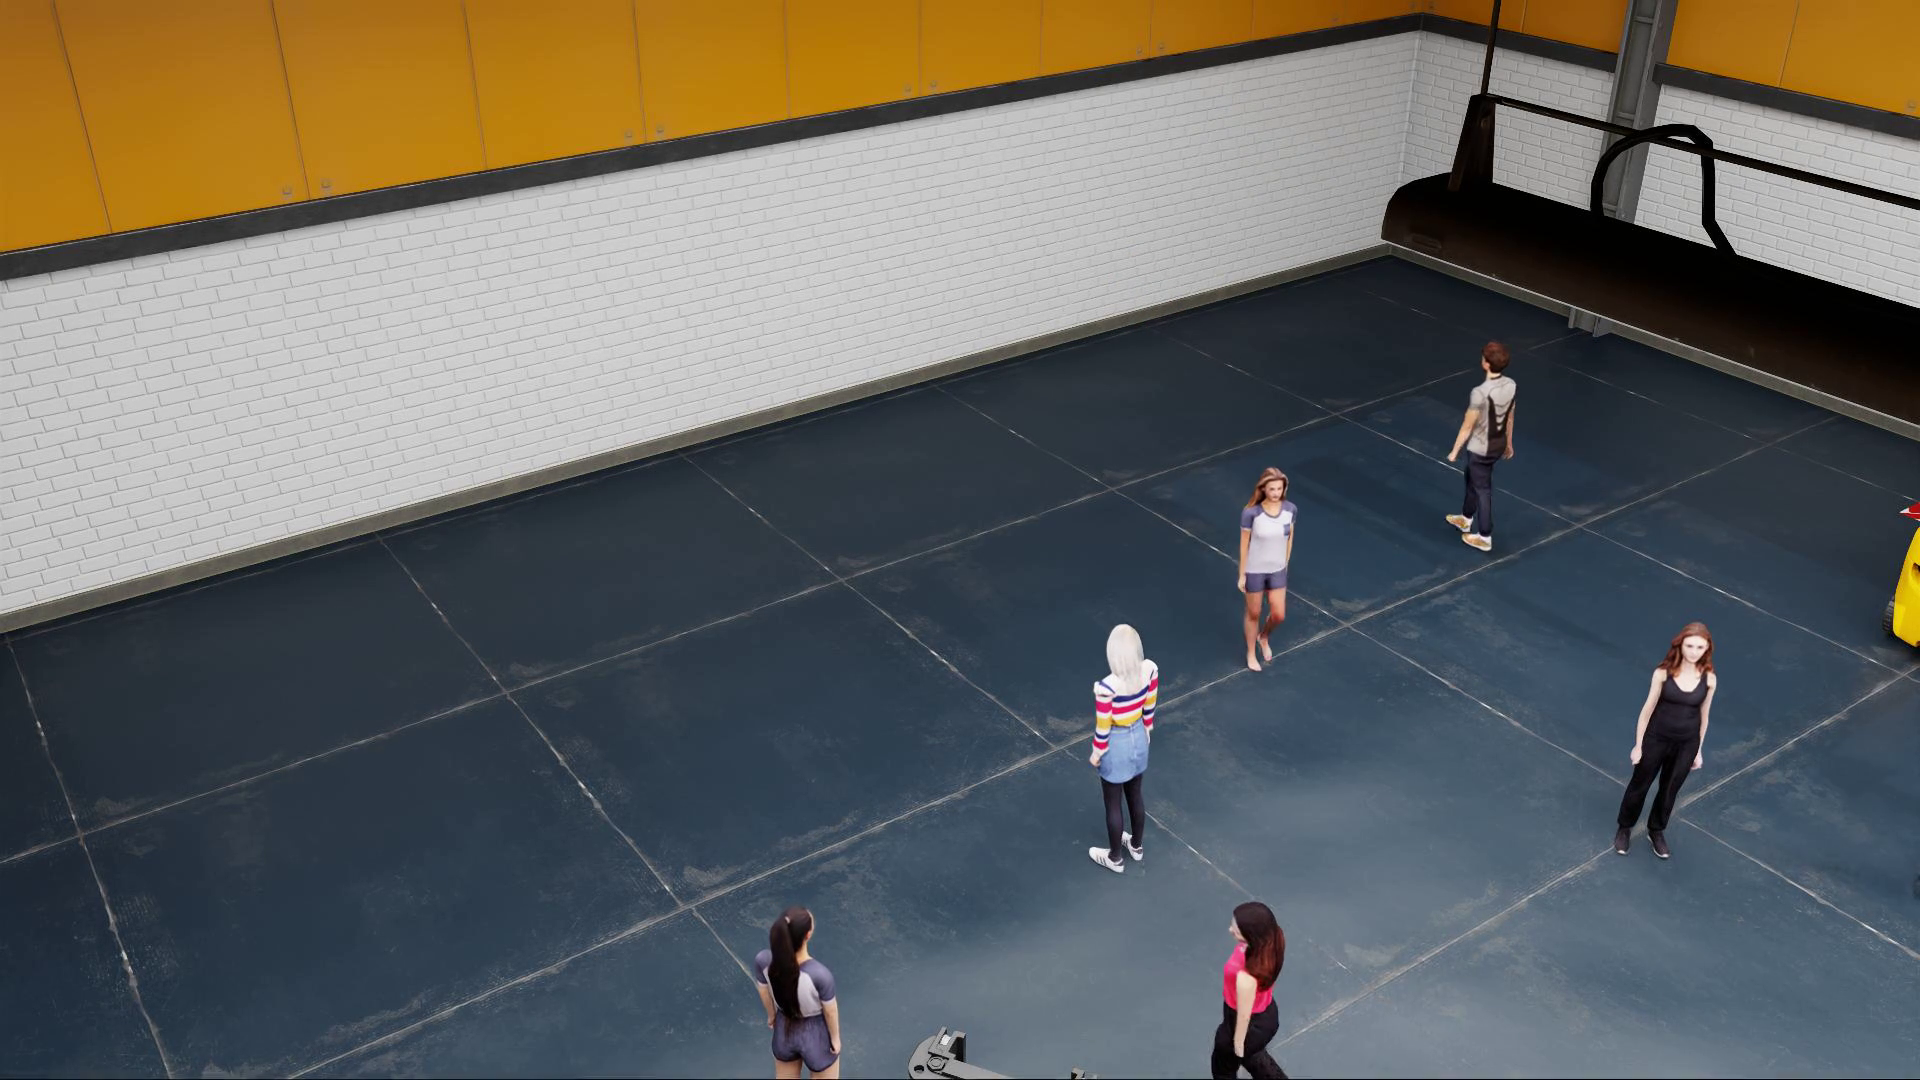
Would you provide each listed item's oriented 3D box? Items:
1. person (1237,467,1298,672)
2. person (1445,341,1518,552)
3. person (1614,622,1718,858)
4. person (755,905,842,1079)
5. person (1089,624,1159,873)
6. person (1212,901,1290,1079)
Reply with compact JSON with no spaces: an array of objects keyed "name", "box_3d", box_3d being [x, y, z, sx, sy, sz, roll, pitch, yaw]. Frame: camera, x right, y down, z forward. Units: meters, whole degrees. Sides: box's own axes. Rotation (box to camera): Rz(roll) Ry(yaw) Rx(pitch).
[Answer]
[{"name":"person","box_3d":[2.292,0.196,12.699,0.718,1.717,0.757,-3,29,-6]},{"name":"person","box_3d":[4.591,-0.754,14.278,0.680,1.872,0.809,-17,33,-28]},{"name":"person","box_3d":[4.560,1.274,10.691,0.658,1.746,0.711,4,29,7]},{"name":"person","box_3d":[-0.800,2.535,8.478,0.634,1.652,0.736,11,31,20]},{"name":"person","box_3d":[1.043,1.314,10.554,0.645,1.808,0.507,-19,34,-31]},{"name":"person","box_3d":[1.546,2.513,8.538,0.943,1.633,0.774,19,34,31]}]
